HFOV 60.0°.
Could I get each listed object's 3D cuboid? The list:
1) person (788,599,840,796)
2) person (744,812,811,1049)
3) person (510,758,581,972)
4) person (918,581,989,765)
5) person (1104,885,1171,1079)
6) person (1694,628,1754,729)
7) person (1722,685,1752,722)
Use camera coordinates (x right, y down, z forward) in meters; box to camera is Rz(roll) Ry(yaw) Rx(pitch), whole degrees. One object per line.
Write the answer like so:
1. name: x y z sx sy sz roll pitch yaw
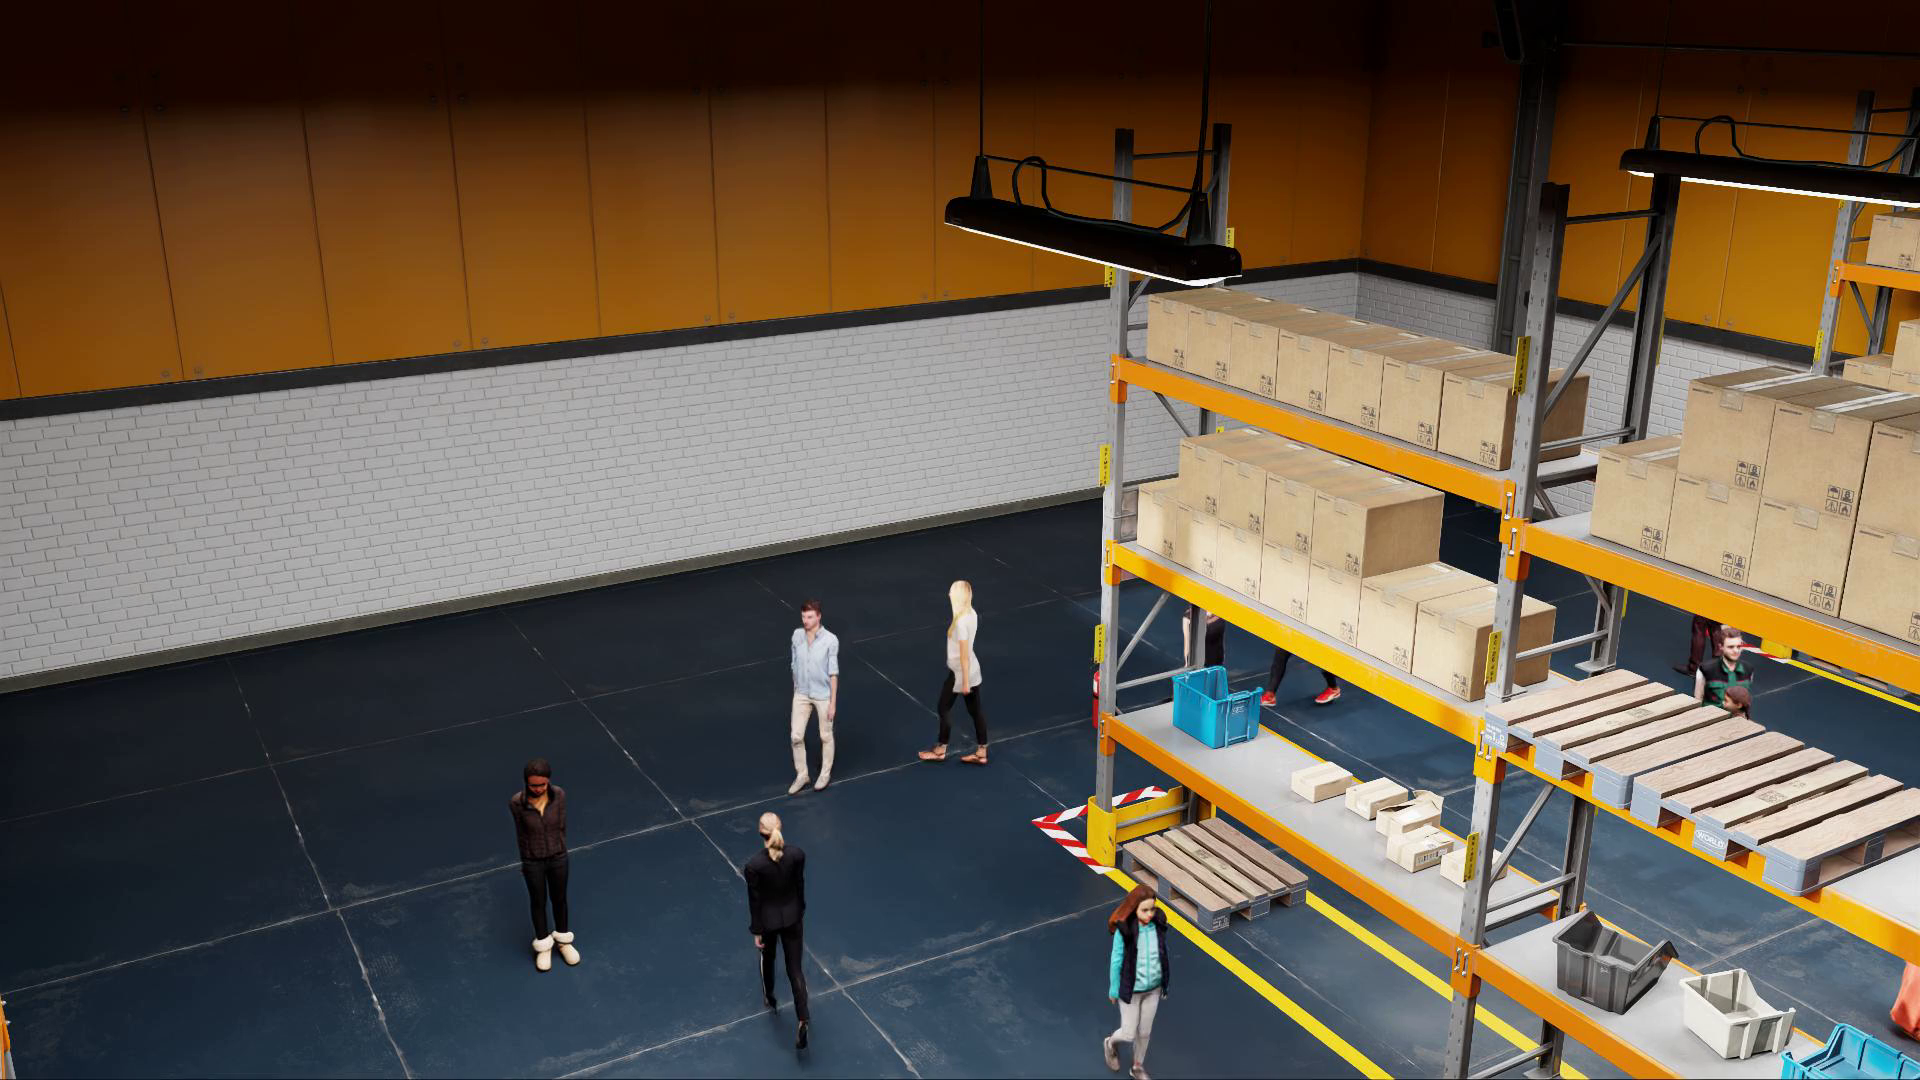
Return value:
1. person: -1.260 1.377 15.077 0.835 1.833 0.895 5 19 16
2. person: -1.206 2.696 11.412 0.747 1.673 1.141 -6 20 -18
3. person: -3.104 2.366 12.412 0.561 1.660 0.606 -10 21 -27
4. person: 0.128 1.259 15.468 0.997 1.807 0.942 5 19 13
5. person: 1.154 2.916 11.043 0.567 1.492 0.628 -10 21 -28
6. person: 6.537 1.622 14.334 0.733 1.843 0.741 -1 19 -4
7. person: 6.479 1.943 13.837 0.739 1.552 0.687 0 19 1
